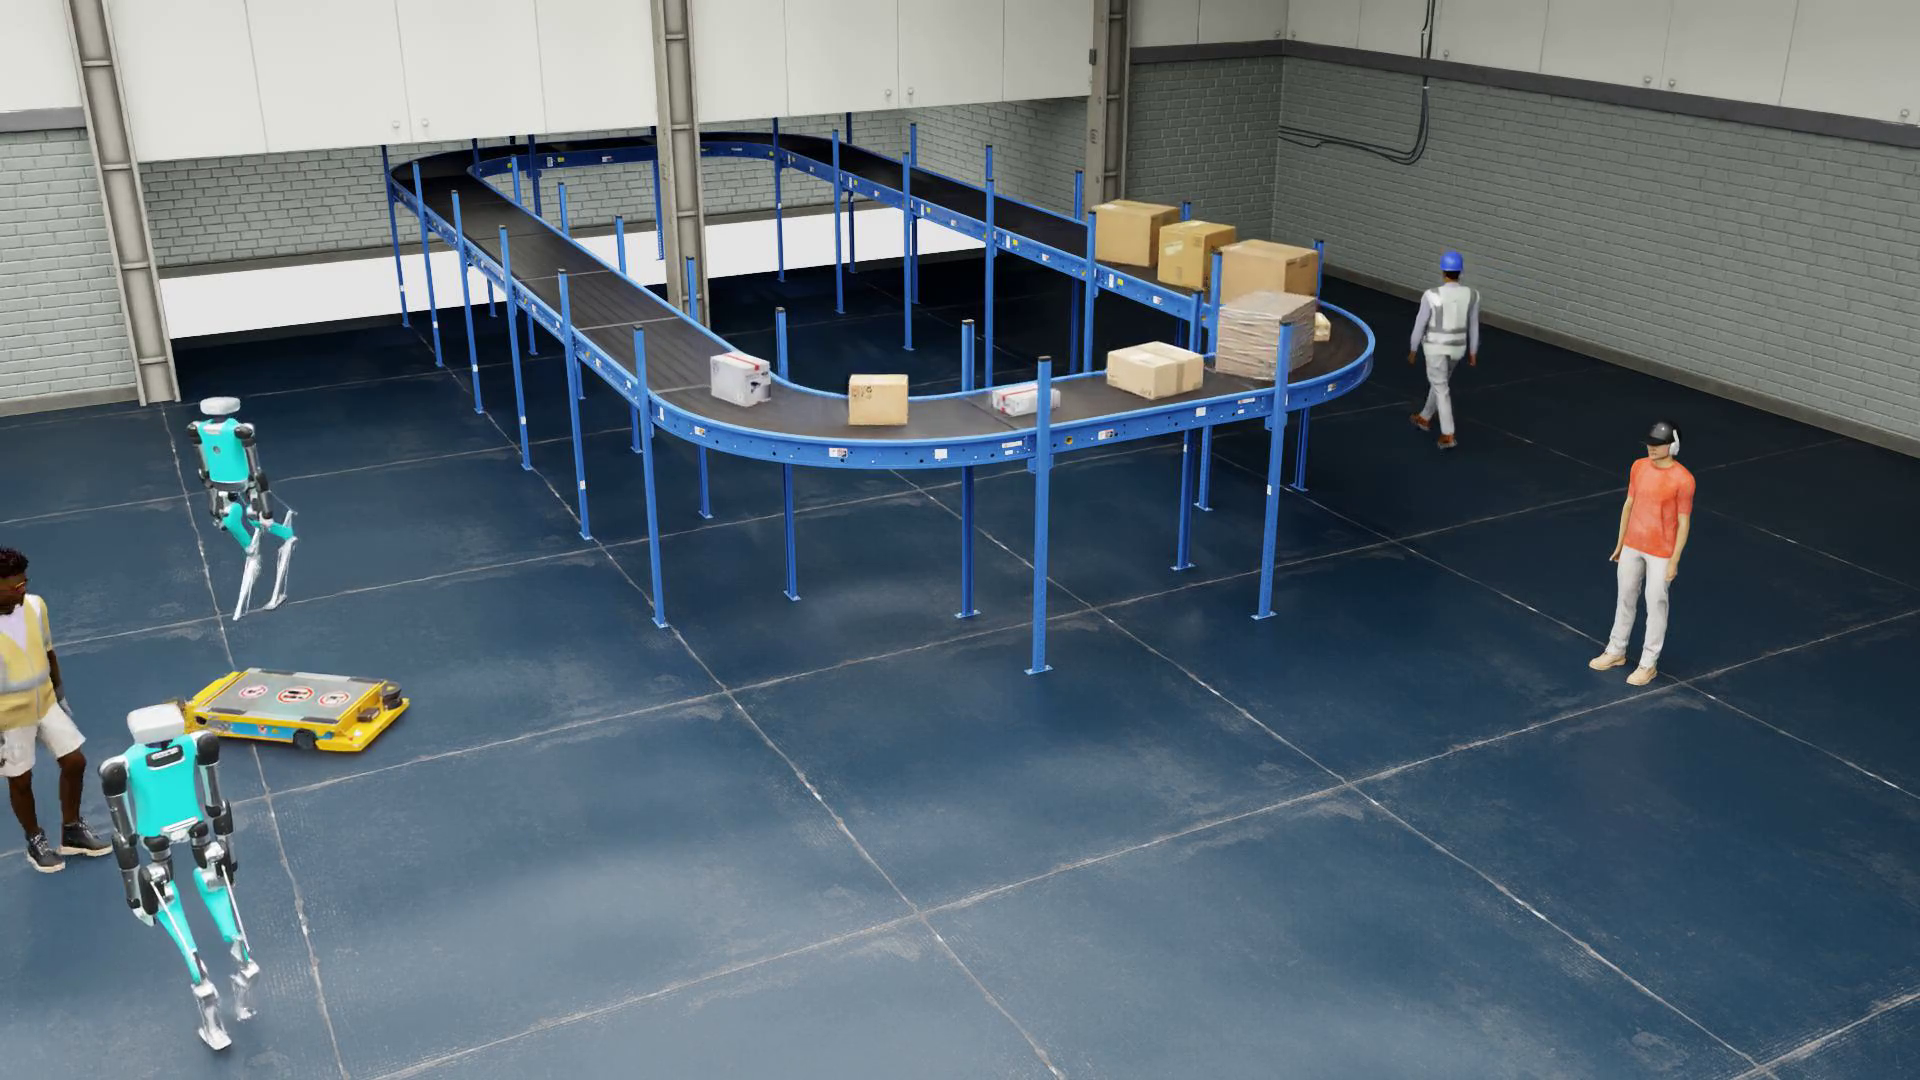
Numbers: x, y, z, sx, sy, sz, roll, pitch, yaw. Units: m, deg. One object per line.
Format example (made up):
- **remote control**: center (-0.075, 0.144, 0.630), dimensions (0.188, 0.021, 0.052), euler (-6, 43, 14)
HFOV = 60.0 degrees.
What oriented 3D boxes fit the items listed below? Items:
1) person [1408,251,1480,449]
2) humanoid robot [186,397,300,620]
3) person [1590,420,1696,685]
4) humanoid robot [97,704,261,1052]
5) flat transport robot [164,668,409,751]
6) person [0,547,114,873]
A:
- **person**: center (4.775, -1.884, 16.369), dimensions (0.626, 1.901, 1.037), euler (-5, 23, -12)
- **humanoid robot**: center (-5.354, -0.267, 12.611), dimensions (0.551, 1.808, 0.721), euler (5, 22, 11)
- **person**: center (4.730, 0.084, 11.481), dimensions (0.412, 1.910, 0.480), euler (-15, 26, -32)
- **humanoid robot**: center (-3.557, 1.680, 7.794), dimensions (0.665, 1.819, 0.542), euler (20, 30, 41)
- **flat transport robot**: center (-4.495, 1.128, 11.088), dimensions (1.431, 0.231, 0.659), euler (4, 22, 10)
- **person**: center (-5.182, 0.974, 9.234), dimensions (0.526, 1.947, 0.681), euler (9, 24, 21)
